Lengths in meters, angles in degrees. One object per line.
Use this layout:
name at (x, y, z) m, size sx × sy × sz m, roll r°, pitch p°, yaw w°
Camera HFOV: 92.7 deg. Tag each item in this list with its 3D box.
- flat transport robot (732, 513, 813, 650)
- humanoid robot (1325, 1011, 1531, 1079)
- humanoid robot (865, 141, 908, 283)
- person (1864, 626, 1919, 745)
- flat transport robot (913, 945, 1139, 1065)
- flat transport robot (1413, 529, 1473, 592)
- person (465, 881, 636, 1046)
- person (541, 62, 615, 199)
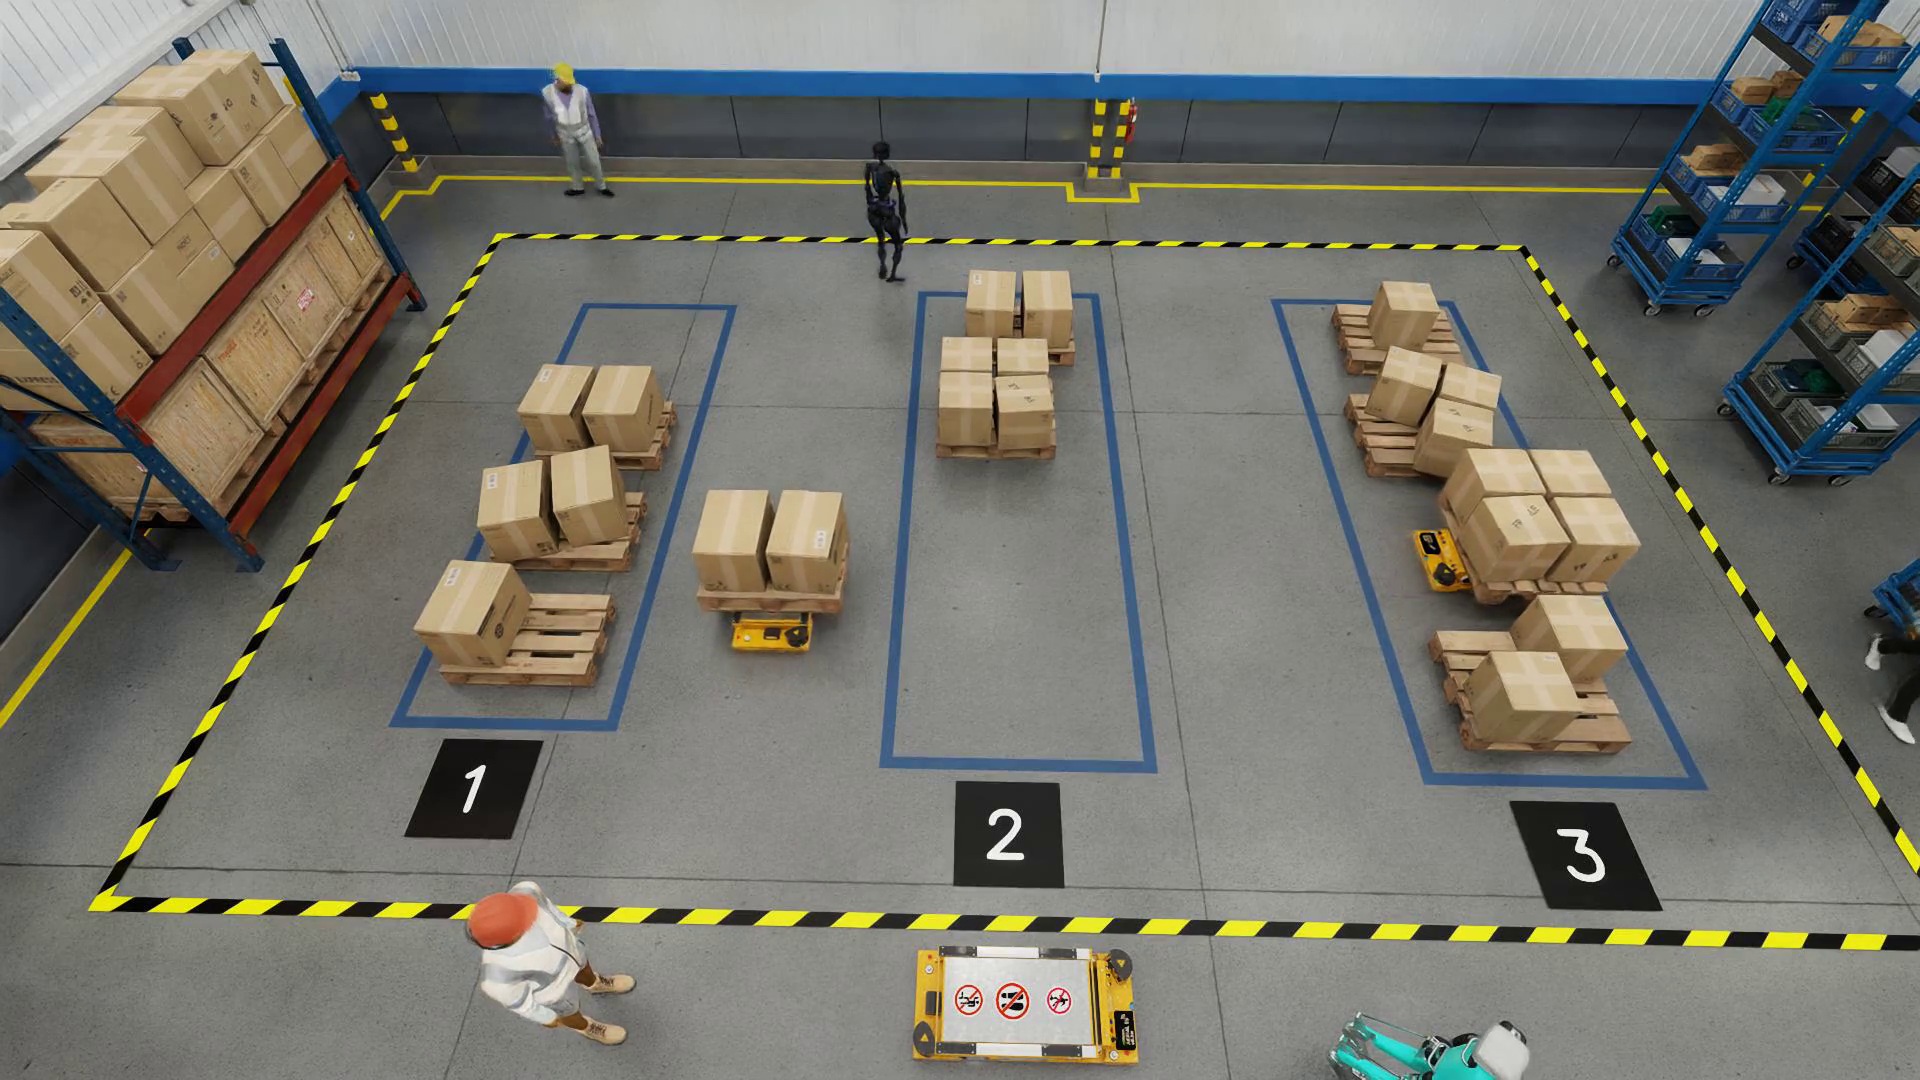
flat transport robot at (-1.599, 0.332, 8.197) m, size 0.652 × 0.197 × 1.431 m, roll 1°, pitch 51°, yaw 1°
humanoid robot at (2.459, 2.861, 5.119) m, size 0.533 × 1.677 × 0.735 m, roll -36°, pitch 59°, yaw -26°
humanoid robot at (-0.889, -3.791, 10.669) m, size 0.587 × 1.642 × 0.412 m, roll 28°, pitch 56°, yaw 21°
person at (7.631, 0.700, 6.930) m, size 0.632 × 1.801 × 0.952 m, roll 5°, pitch 51°, yaw 4°
flat transport robot at (0.422, 3.041, 6.007) m, size 1.431 × 0.231 × 0.659 m, roll 1°, pitch 51°, yaw 1°
flat transport robot at (4.961, 0.159, 8.338) m, size 1.431 × 0.197 × 0.652 m, roll 1°, pitch 51°, yaw 1°
person at (-2.334, 2.476, 5.324) m, size 0.376 × 2.041 × 0.614 m, roll -1°, pitch 51°, yaw -1°
person at (-4.995, -5.194, 11.750) m, size 0.758 × 1.792 × 0.413 m, roll -8°, pitch 51°, yaw -6°
